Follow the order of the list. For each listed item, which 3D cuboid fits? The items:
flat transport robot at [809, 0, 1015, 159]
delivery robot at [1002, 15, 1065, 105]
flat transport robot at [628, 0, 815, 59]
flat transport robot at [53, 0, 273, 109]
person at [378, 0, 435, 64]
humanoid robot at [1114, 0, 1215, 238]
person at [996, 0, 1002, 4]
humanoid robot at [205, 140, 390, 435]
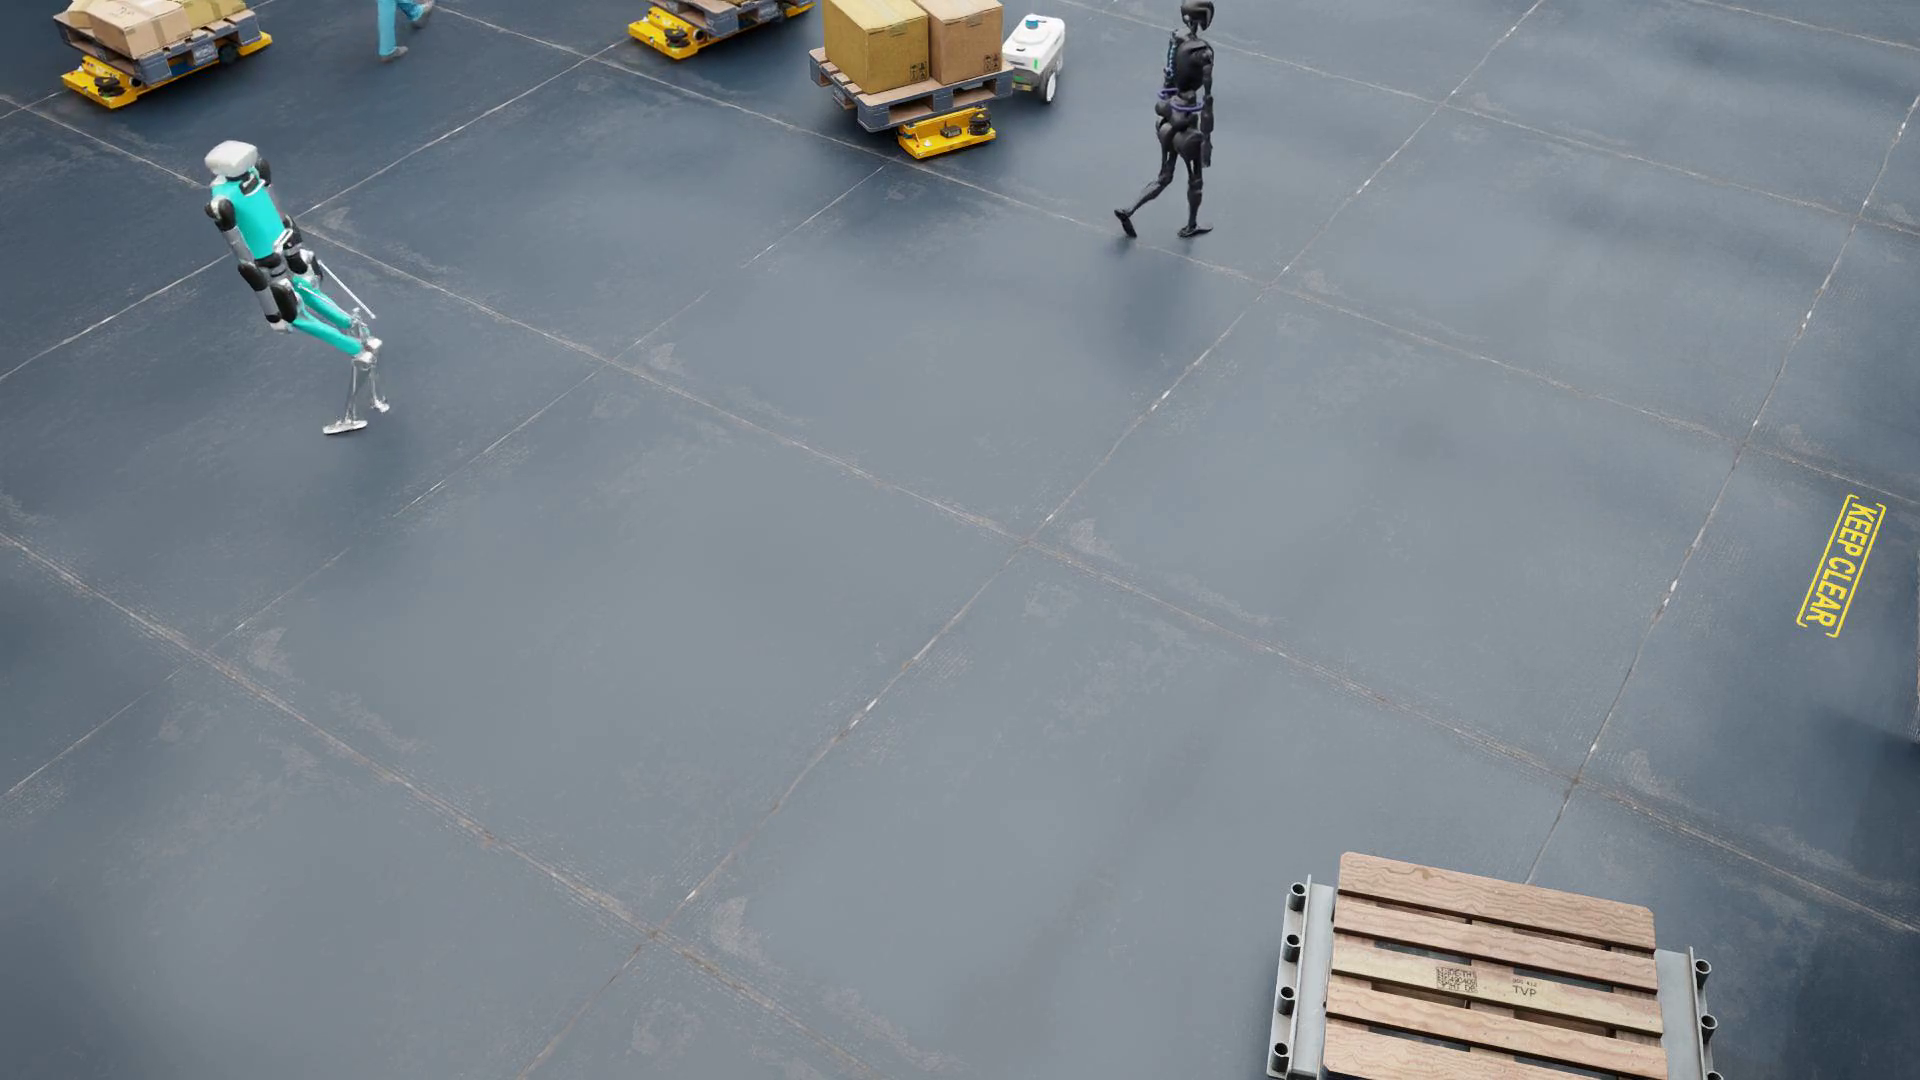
[{"bbox_3d":[-0.368,-3.303,12.476,0.659,0.231,1.431,-21,46,-21],"label":"flat transport robot"},{"bbox_3d":[0.534,-3.694,12.704,0.499,0.601,0.775,14,44,15],"label":"delivery robot"},{"bbox_3d":[-1.951,-4.336,13.632,1.431,0.231,0.659,-33,51,-31],"label":"flat transport robot"},{"bbox_3d":[-6.215,-3.809,13.042,0.659,0.231,1.431,27,48,27],"label":"flat transport robot"},{"bbox_3d":[-4.425,-4.688,12.879,0.574,1.798,0.914,17,44,18],"label":"person"},{"bbox_3d":[1.383,-2.695,10.750,0.652,1.630,0.608,-16,44,-17],"label":"humanoid robot"},{"bbox_3d":[0.212,-5.174,13.382,0.435,1.855,0.443,27,49,27],"label":"person"},{"bbox_3d":[-3.546,-1.358,9.201,0.788,1.774,0.532,5,42,6],"label":"humanoid robot"}]
